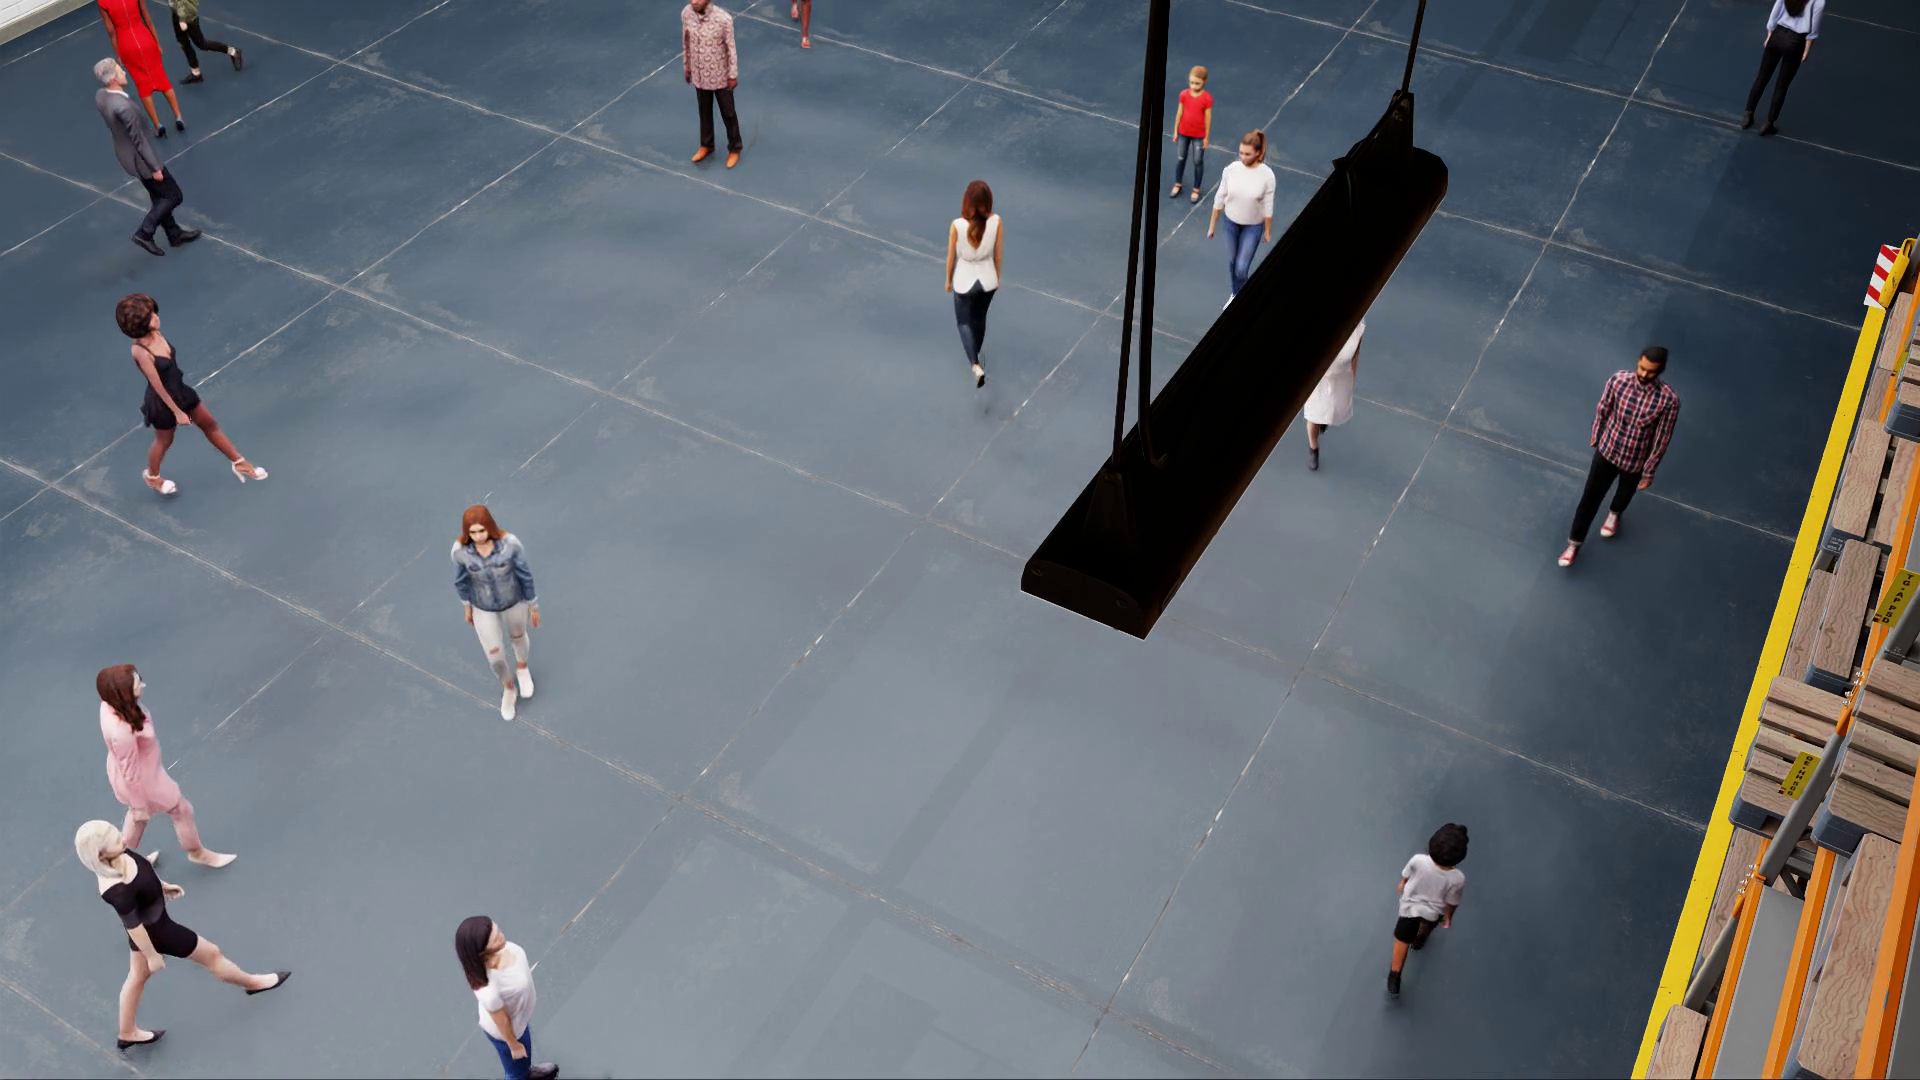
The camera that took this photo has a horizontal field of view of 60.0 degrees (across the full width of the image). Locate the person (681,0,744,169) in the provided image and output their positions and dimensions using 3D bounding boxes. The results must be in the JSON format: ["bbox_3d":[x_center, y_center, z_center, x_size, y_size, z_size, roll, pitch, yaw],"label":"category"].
[{"bbox_3d":[-2.307,-4.360,15.491,0.734,1.807,0.648,14,45,14],"label":"person"}]

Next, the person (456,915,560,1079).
[{"bbox_3d":[-2.312,2.426,8.457,0.725,1.685,0.679,-13,45,-13],"label":"person"}]

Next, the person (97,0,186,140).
[{"bbox_3d":[-7.828,-4.659,15.851,0.569,1.743,0.705,-28,50,-27],"label":"person"}]

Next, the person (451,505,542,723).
[{"bbox_3d":[-2.947,0.349,10.634,0.811,1.689,0.871,-11,45,-11],"label":"person"}]

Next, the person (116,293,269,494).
[{"bbox_3d":[-5.789,-0.979,11.991,1.041,1.739,1.112,-2,44,-2],"label":"person"}]

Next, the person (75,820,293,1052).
[{"bbox_3d":[-4.337,2.094,8.735,1.236,1.782,0.908,-27,50,-25],"label":"person"}]

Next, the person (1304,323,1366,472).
[{"bbox_3d":[2.744,-1.233,12.400,0.743,1.544,0.853,2,44,3],"label":"person"}]

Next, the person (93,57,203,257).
[{"bbox_3d":[-7.106,-3.256,14.318,0.851,1.827,0.949,34,53,31],"label":"person"}]

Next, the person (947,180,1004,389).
[{"bbox_3d":[0.135,-1.966,13.008,0.958,1.767,1.041,-8,44,-8],"label":"person"}]

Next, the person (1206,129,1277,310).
[{"bbox_3d":[2.372,-2.628,13.746,0.646,1.706,0.778,23,48,22],"label":"person"}]

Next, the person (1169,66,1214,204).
[{"bbox_3d":[2.128,-3.727,15.189,0.493,1.308,0.507,18,46,18],"label":"person"}]

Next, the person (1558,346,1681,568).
[{"bbox_3d":[4.696,-0.646,11.658,0.722,1.717,1.081,24,49,23],"label":"person"}]

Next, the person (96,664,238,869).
[{"bbox_3d":[-4.743,1.384,9.496,0.970,1.759,0.862,-23,48,-22],"label":"person"}]

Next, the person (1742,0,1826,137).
[{"bbox_3d":[7.895,-4.718,15.912,0.671,1.745,0.712,-30,51,-28],"label":"person"}]

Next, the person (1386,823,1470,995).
[{"bbox_3d":[2.556,2.033,9.187,0.567,1.247,0.881,15,46,15],"label":"person"}]

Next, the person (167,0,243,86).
[{"bbox_3d":[-7.730,-5.310,16.743,0.994,1.456,0.794,-29,51,-27],"label":"person"}]
